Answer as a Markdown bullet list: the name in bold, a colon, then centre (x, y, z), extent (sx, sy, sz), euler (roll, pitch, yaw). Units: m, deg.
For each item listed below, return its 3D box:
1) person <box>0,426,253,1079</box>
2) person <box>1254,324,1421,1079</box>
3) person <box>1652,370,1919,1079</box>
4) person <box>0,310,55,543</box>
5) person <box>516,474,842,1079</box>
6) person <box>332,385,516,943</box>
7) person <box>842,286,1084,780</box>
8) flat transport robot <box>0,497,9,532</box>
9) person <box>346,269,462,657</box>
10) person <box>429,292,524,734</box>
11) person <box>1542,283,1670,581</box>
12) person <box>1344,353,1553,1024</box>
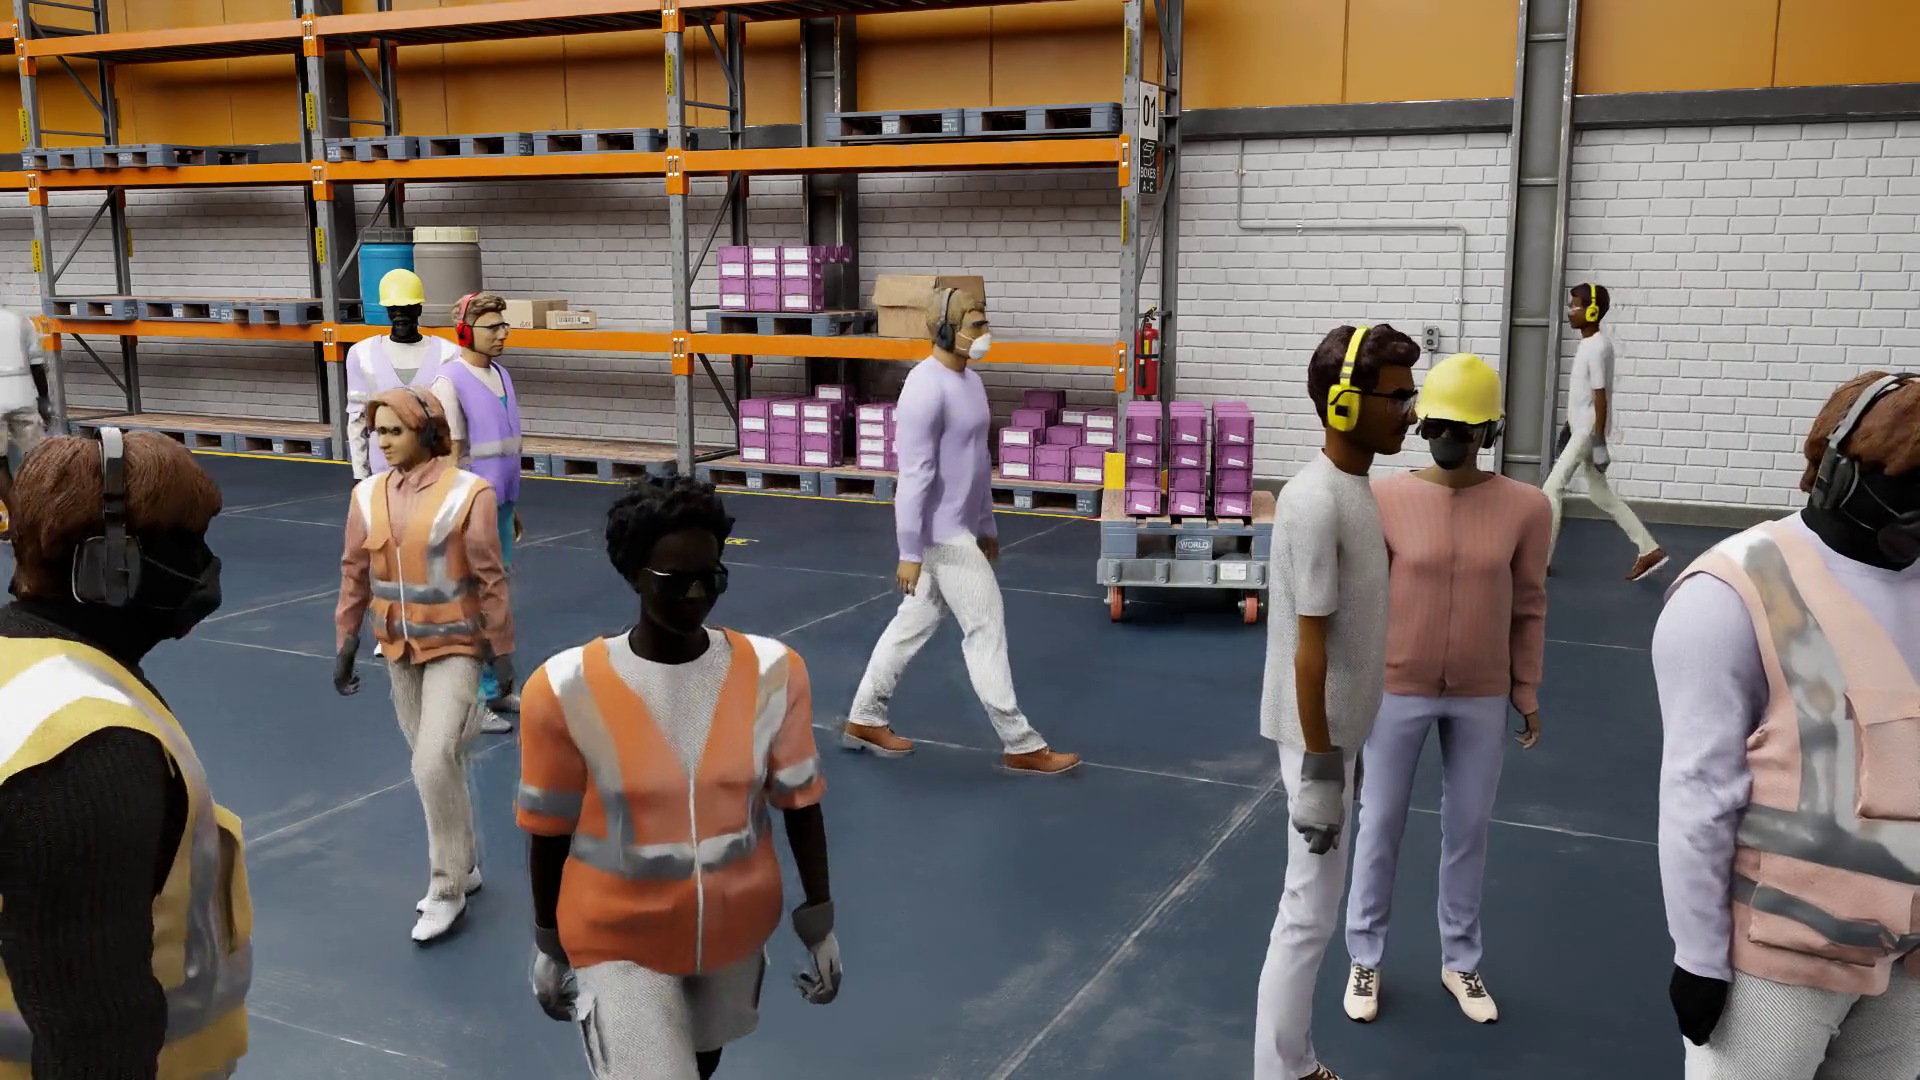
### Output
- **person**: centre (-1.232, 0.769, 2.099), extent (0.674, 1.814, 0.642), euler (-7, 12, -36)
- **person**: centre (0.827, 0.457, 3.699), extent (0.309, 1.864, 0.535), euler (3, 10, 18)
- **person**: centre (1.416, 0.647, 2.699), extent (0.621, 1.838, 0.429), euler (-3, 10, -18)
- **person**: centre (-6.591, -0.932, 11.486), extent (0.421, 1.922, 0.735), euler (7, 12, 35)
- **person**: centre (-0.502, 0.690, 2.983), extent (0.537, 1.647, 0.924), euler (-5, 11, -27)
- **person**: centre (-1.631, 0.363, 4.919), extent (0.552, 1.616, 0.599), euler (4, 11, 23)
- **person**: centre (-0.040, -0.029, 6.437), extent (1.005, 1.891, 0.644), euler (3, 10, 15)
- **flat transport robot**: centre (-7.040, -0.230, 12.192), extent (1.431, 0.197, 0.652), euler (5, 11, 28)
- **person**: centre (-2.743, -0.382, 8.321), extent (0.586, 1.928, 0.364), euler (-3, 10, -17)
- **person**: centre (-2.039, -0.119, 7.051), extent (0.374, 1.843, 0.574), euler (1, 10, 8)
- **person**: centre (3.870, -0.644, 10.124), extent (0.935, 1.831, 0.519), euler (4, 11, 23)
- **person**: centre (1.258, 0.397, 4.332), extent (0.525, 1.765, 0.329), euler (1, 10, 4)
